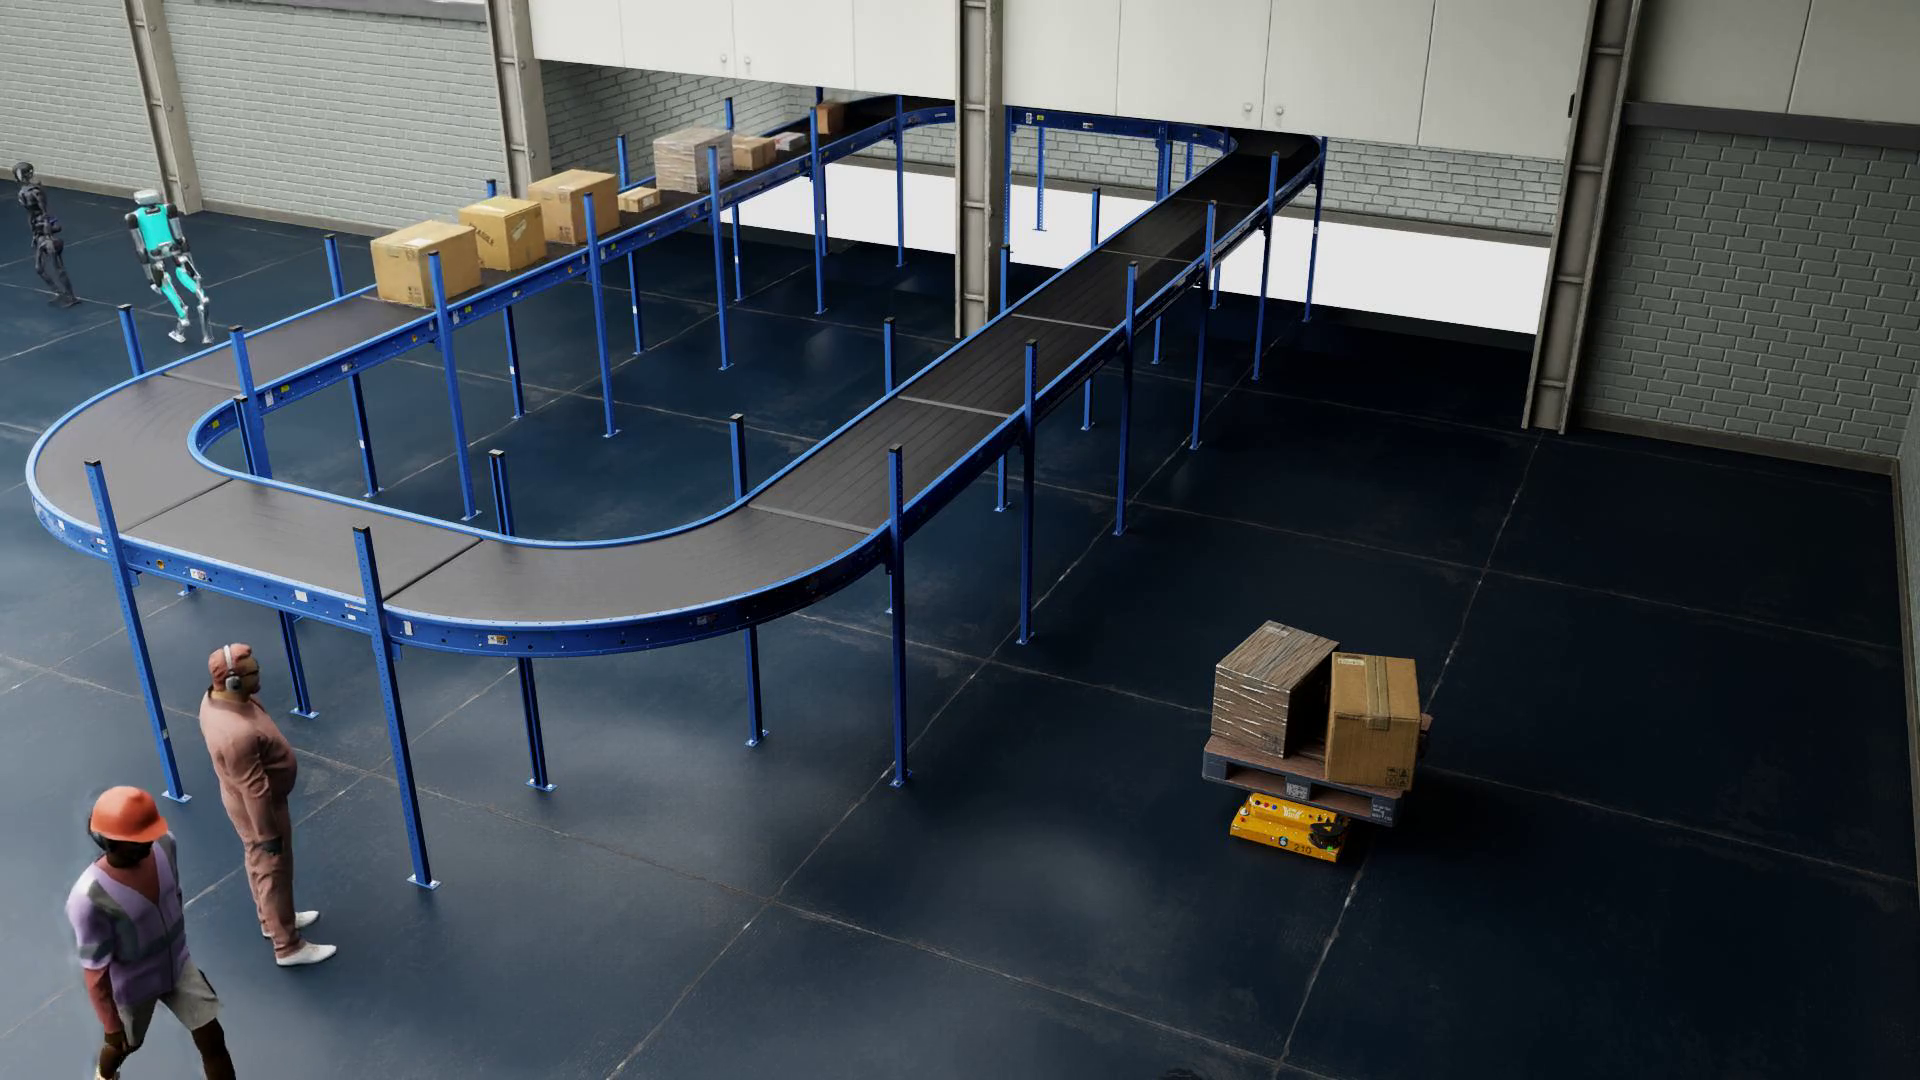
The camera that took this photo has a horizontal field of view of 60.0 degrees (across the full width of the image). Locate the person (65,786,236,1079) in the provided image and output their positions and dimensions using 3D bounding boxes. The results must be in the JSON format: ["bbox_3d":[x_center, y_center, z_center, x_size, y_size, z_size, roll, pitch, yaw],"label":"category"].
[{"bbox_3d":[-3.753,1.956,7.616,1.086,1.983,0.630,10,28,18],"label":"person"}]

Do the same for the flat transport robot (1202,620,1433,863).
[{"bbox_3d":[2.245,1.493,10.468,0.659,0.231,1.431,12,29,23],"label":"flat transport robot"}]

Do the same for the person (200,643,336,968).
[{"bbox_3d":[-3.696,1.398,8.821,0.408,1.905,0.649,-16,30,-28],"label":"person"}]

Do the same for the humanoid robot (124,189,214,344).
[{"bbox_3d":[-8.190,-2.749,17.426,1.062,1.752,0.563,21,33,36],"label":"humanoid robot"}]

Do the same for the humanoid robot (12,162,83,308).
[{"bbox_3d":[-10.361,-3.463,18.874,0.604,1.646,0.374,23,34,38],"label":"humanoid robot"}]
